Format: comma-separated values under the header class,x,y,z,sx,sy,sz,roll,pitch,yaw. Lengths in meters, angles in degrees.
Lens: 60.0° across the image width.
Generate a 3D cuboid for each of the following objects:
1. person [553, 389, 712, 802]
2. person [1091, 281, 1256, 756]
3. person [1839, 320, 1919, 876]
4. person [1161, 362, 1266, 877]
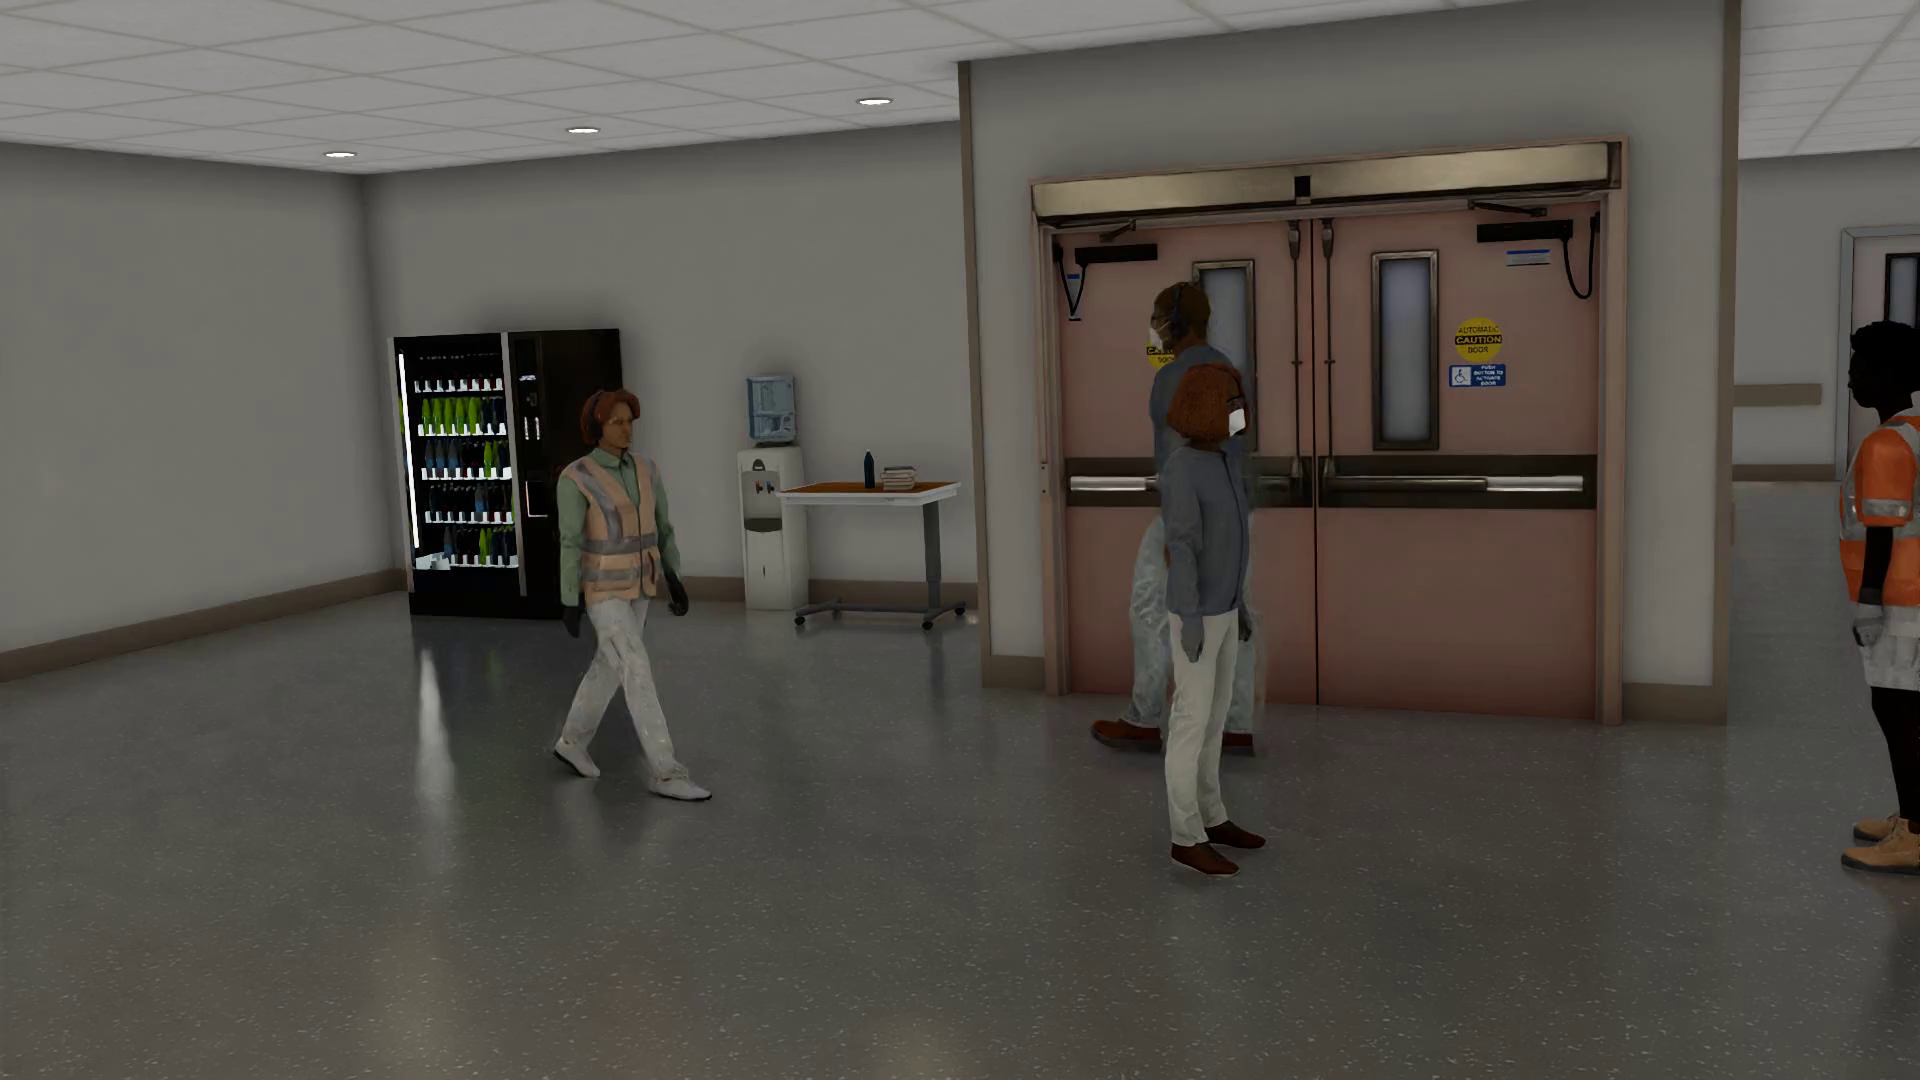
class,x,y,z,sx,sy,sz,roll,pitch,yaw
person,-1.366,0.203,6.552,0.878,1.602,0.520,2,9,30
person,0.839,-0.077,6.774,0.801,1.914,0.655,3,9,34
person,2.892,0.169,5.138,0.322,1.689,0.535,4,9,38
person,0.818,0.245,5.394,0.279,1.634,0.498,2,8,28
